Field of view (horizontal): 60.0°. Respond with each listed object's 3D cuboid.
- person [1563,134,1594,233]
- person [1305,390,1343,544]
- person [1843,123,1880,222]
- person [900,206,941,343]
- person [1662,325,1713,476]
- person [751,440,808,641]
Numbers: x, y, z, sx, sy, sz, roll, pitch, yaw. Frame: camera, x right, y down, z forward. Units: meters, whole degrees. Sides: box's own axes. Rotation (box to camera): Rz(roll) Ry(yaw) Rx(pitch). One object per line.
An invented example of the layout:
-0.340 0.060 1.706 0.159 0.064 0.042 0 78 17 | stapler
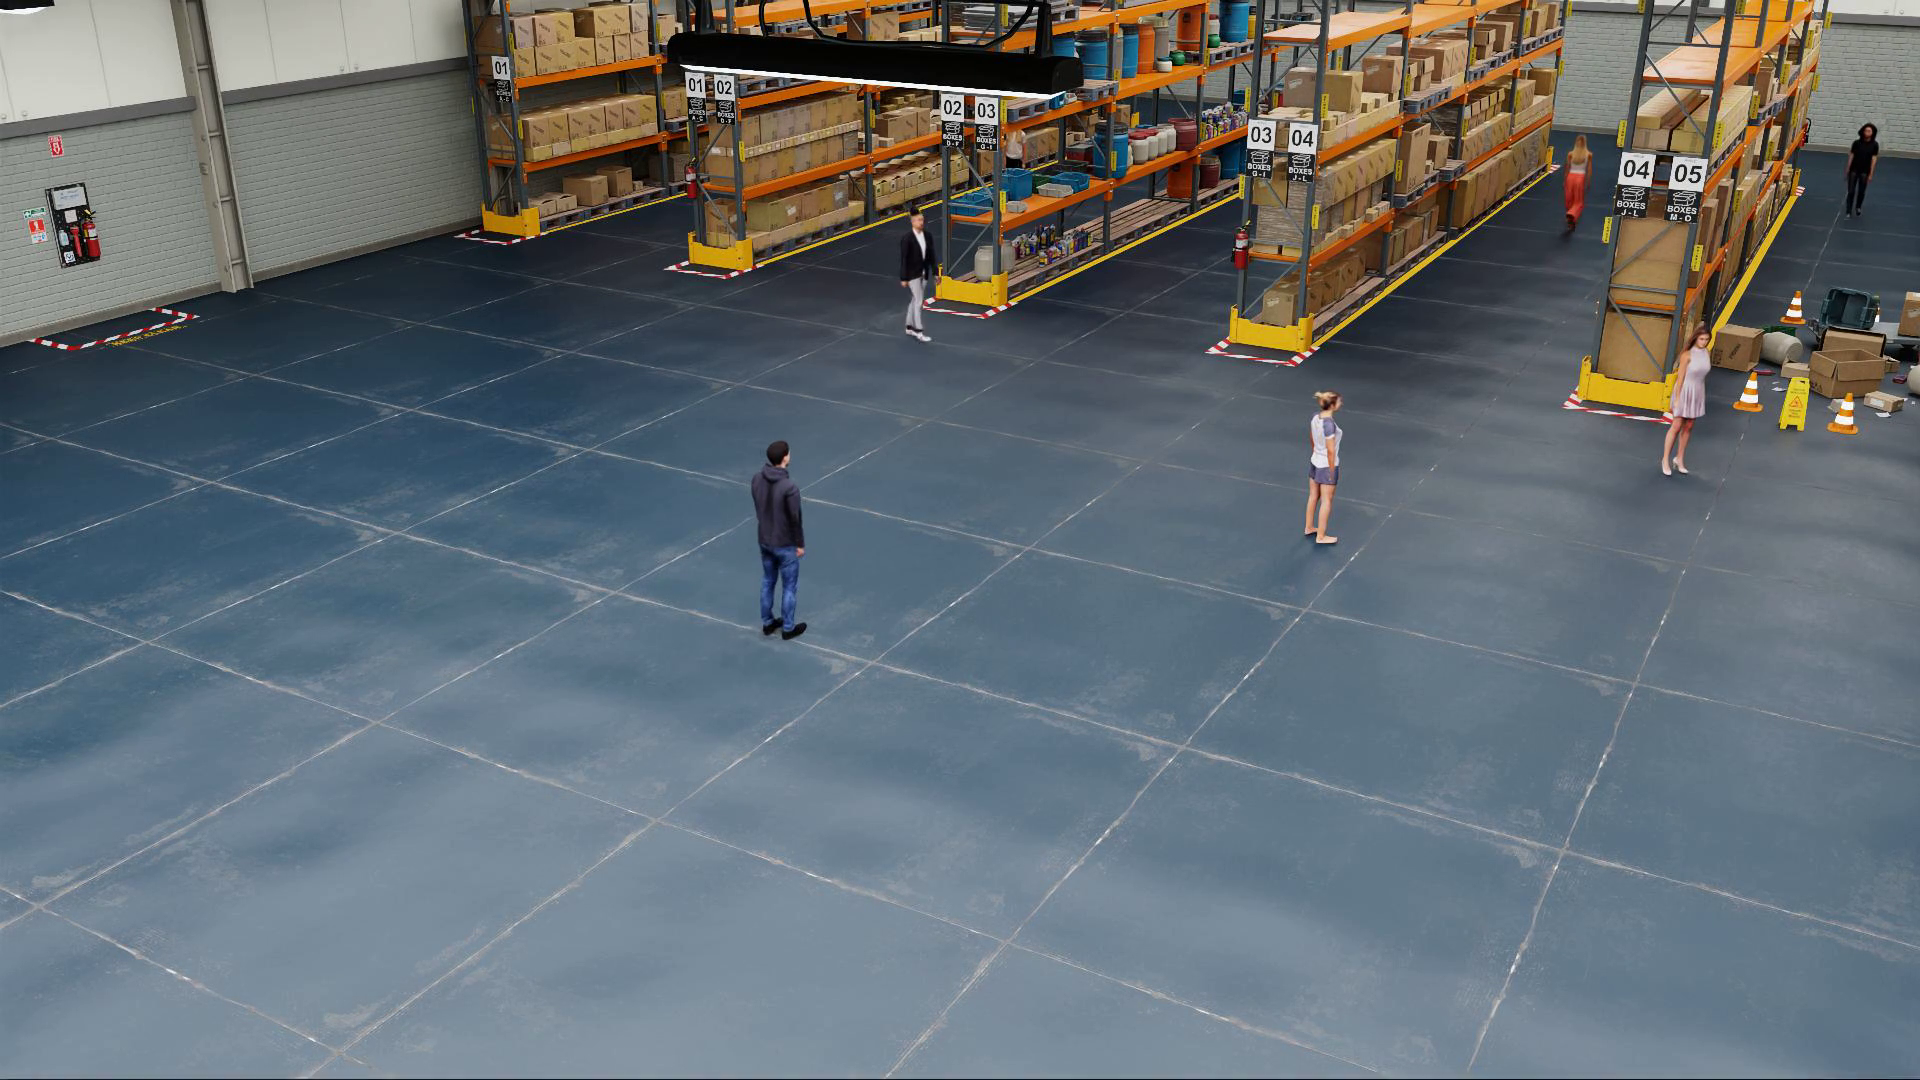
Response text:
11.292 -6.508 30.509 0.631 1.791 0.906 13 26 28 | person
3.770 -0.773 17.236 0.718 1.625 0.663 -7 24 -15 | person
17.164 -7.036 31.707 0.681 1.824 0.746 16 28 33 | person
-0.687 -3.891 24.179 0.907 1.928 0.926 21 31 40 | person
8.317 -1.607 19.013 0.681 1.768 0.740 -6 24 -13 | person
-1.676 0.003 15.072 0.676 1.889 0.575 14 27 30 | person
